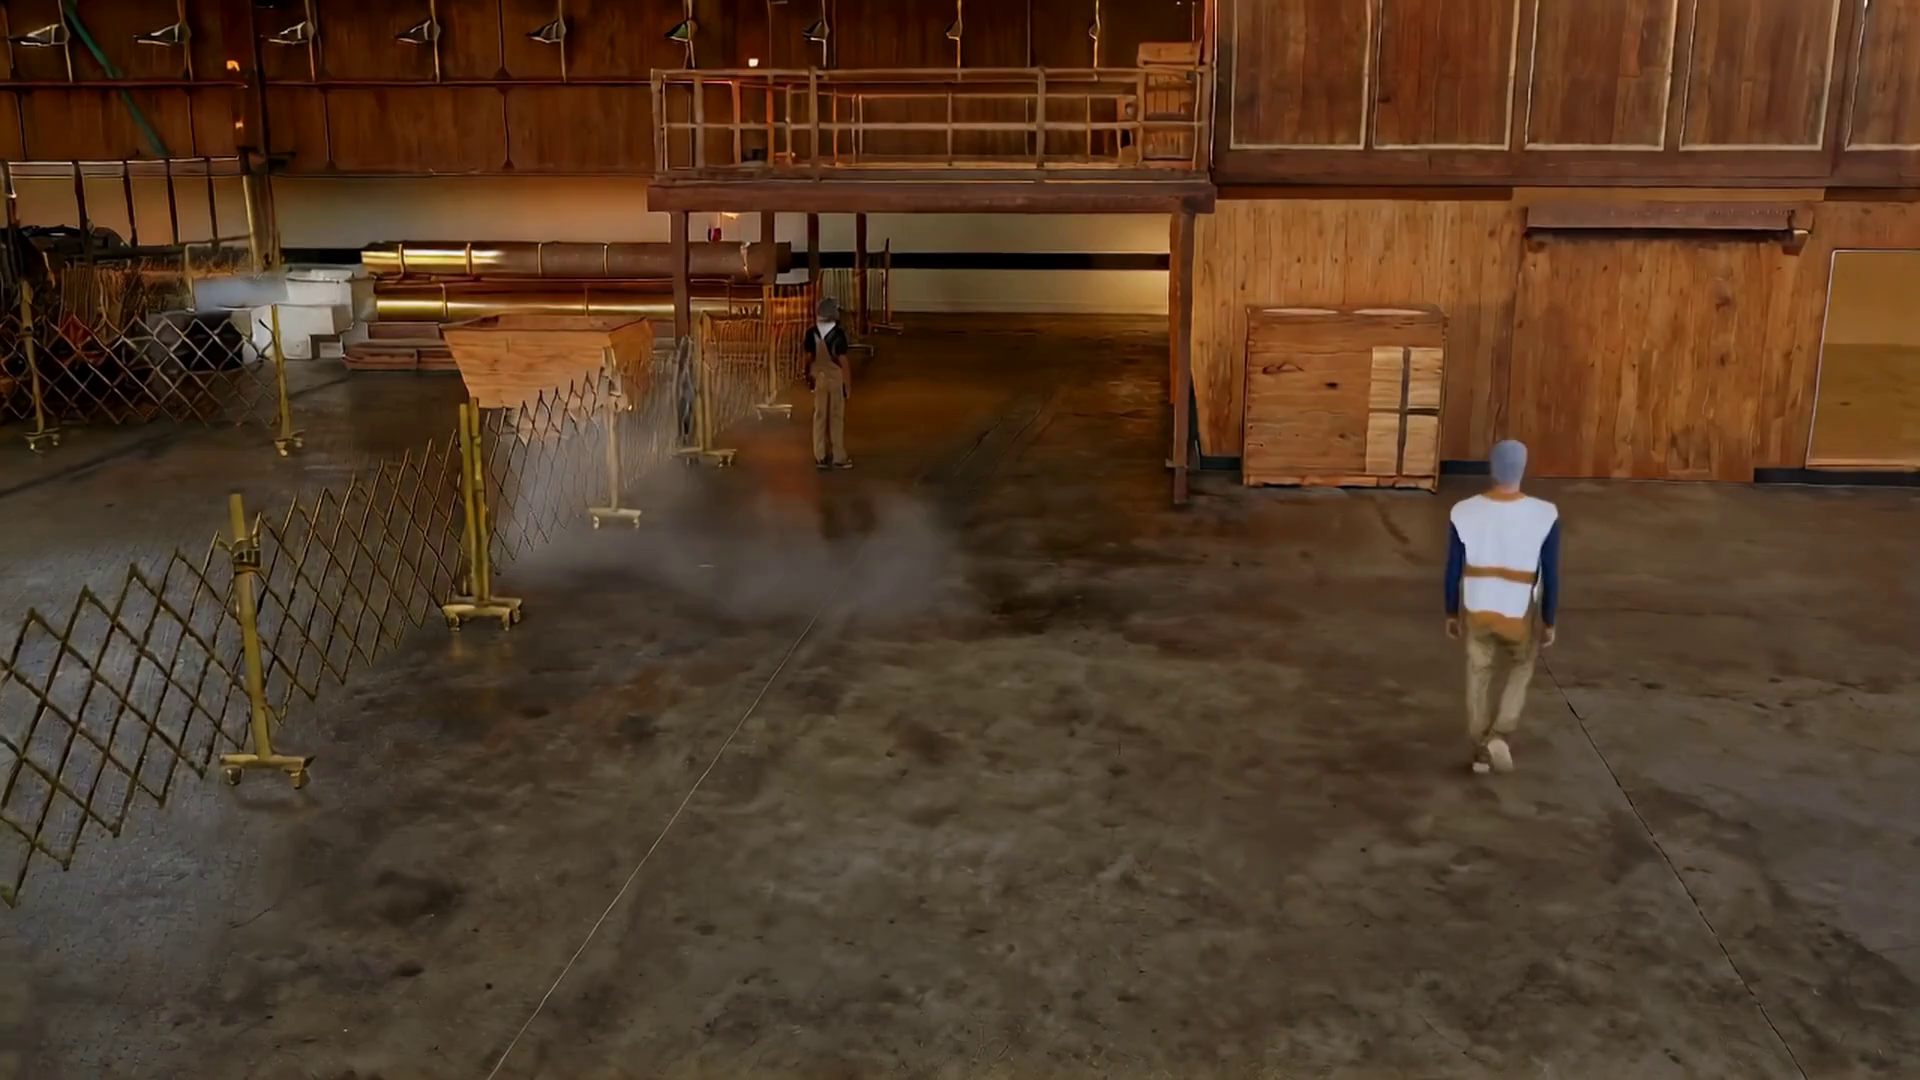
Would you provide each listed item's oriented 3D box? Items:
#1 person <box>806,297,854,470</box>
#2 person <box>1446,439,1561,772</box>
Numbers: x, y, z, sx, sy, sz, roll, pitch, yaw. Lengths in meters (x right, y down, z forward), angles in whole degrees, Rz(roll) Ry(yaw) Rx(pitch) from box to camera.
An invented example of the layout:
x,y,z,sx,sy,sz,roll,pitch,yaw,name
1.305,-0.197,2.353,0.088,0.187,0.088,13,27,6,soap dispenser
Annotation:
x,y,z,sx,sy,sz,roll,pitch,yaw,name
-1.395,-1.671,17.782,0.506,1.844,0.345,7,15,25,person
3.005,0.385,9.247,0.624,1.905,0.442,7,16,28,person
